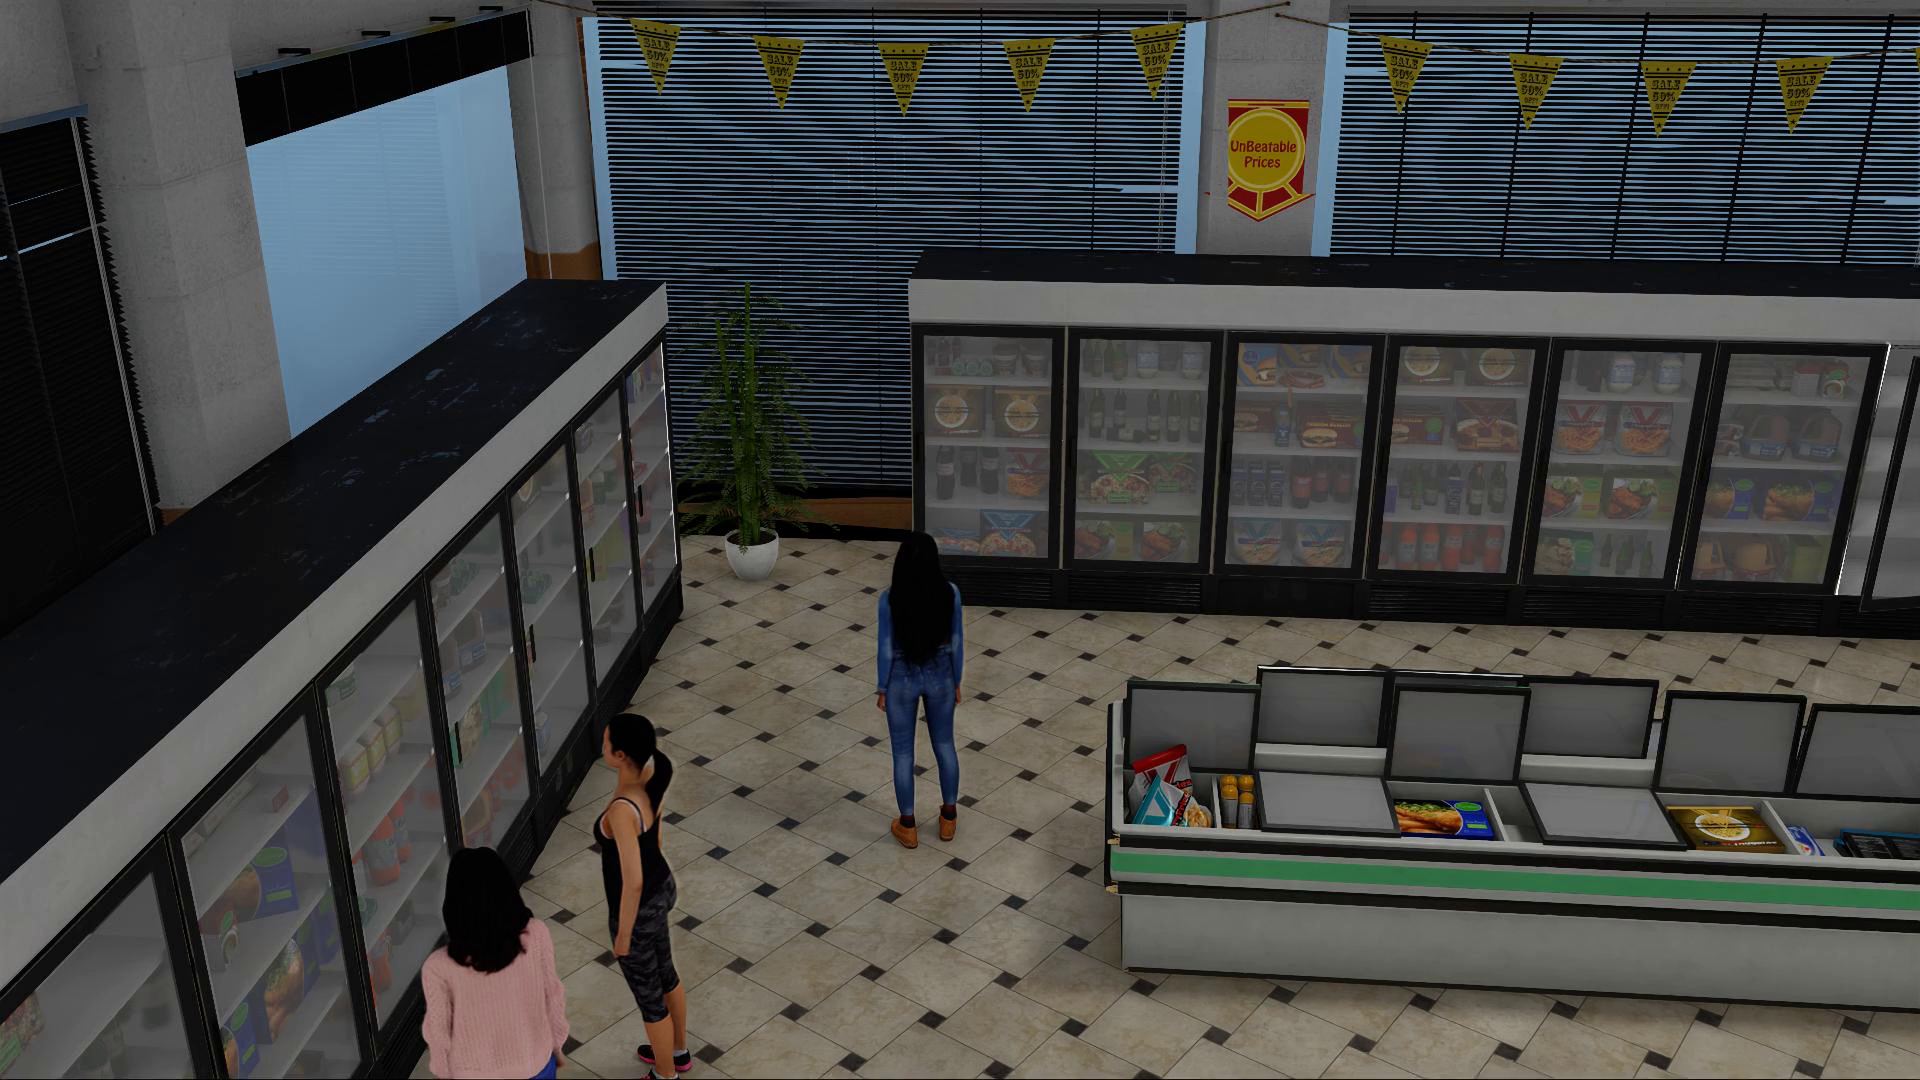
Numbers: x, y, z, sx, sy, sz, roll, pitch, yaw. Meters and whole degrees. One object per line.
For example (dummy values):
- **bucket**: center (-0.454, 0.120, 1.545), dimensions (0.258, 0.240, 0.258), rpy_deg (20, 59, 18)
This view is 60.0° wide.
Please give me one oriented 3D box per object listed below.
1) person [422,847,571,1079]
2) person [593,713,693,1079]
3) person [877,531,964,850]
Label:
- **person**: center (-1.574, 1.838, 5.735), dimensions (0.674, 1.770, 0.783), rpy_deg (-11, 24, -26)
- **person**: center (-1.268, 1.477, 6.690), dimensions (0.548, 1.729, 0.584), rpy_deg (4, 22, 9)
- **person**: center (-0.202, 0.761, 8.494), dimensions (0.575, 1.712, 0.726), rpy_deg (-6, 23, -14)
